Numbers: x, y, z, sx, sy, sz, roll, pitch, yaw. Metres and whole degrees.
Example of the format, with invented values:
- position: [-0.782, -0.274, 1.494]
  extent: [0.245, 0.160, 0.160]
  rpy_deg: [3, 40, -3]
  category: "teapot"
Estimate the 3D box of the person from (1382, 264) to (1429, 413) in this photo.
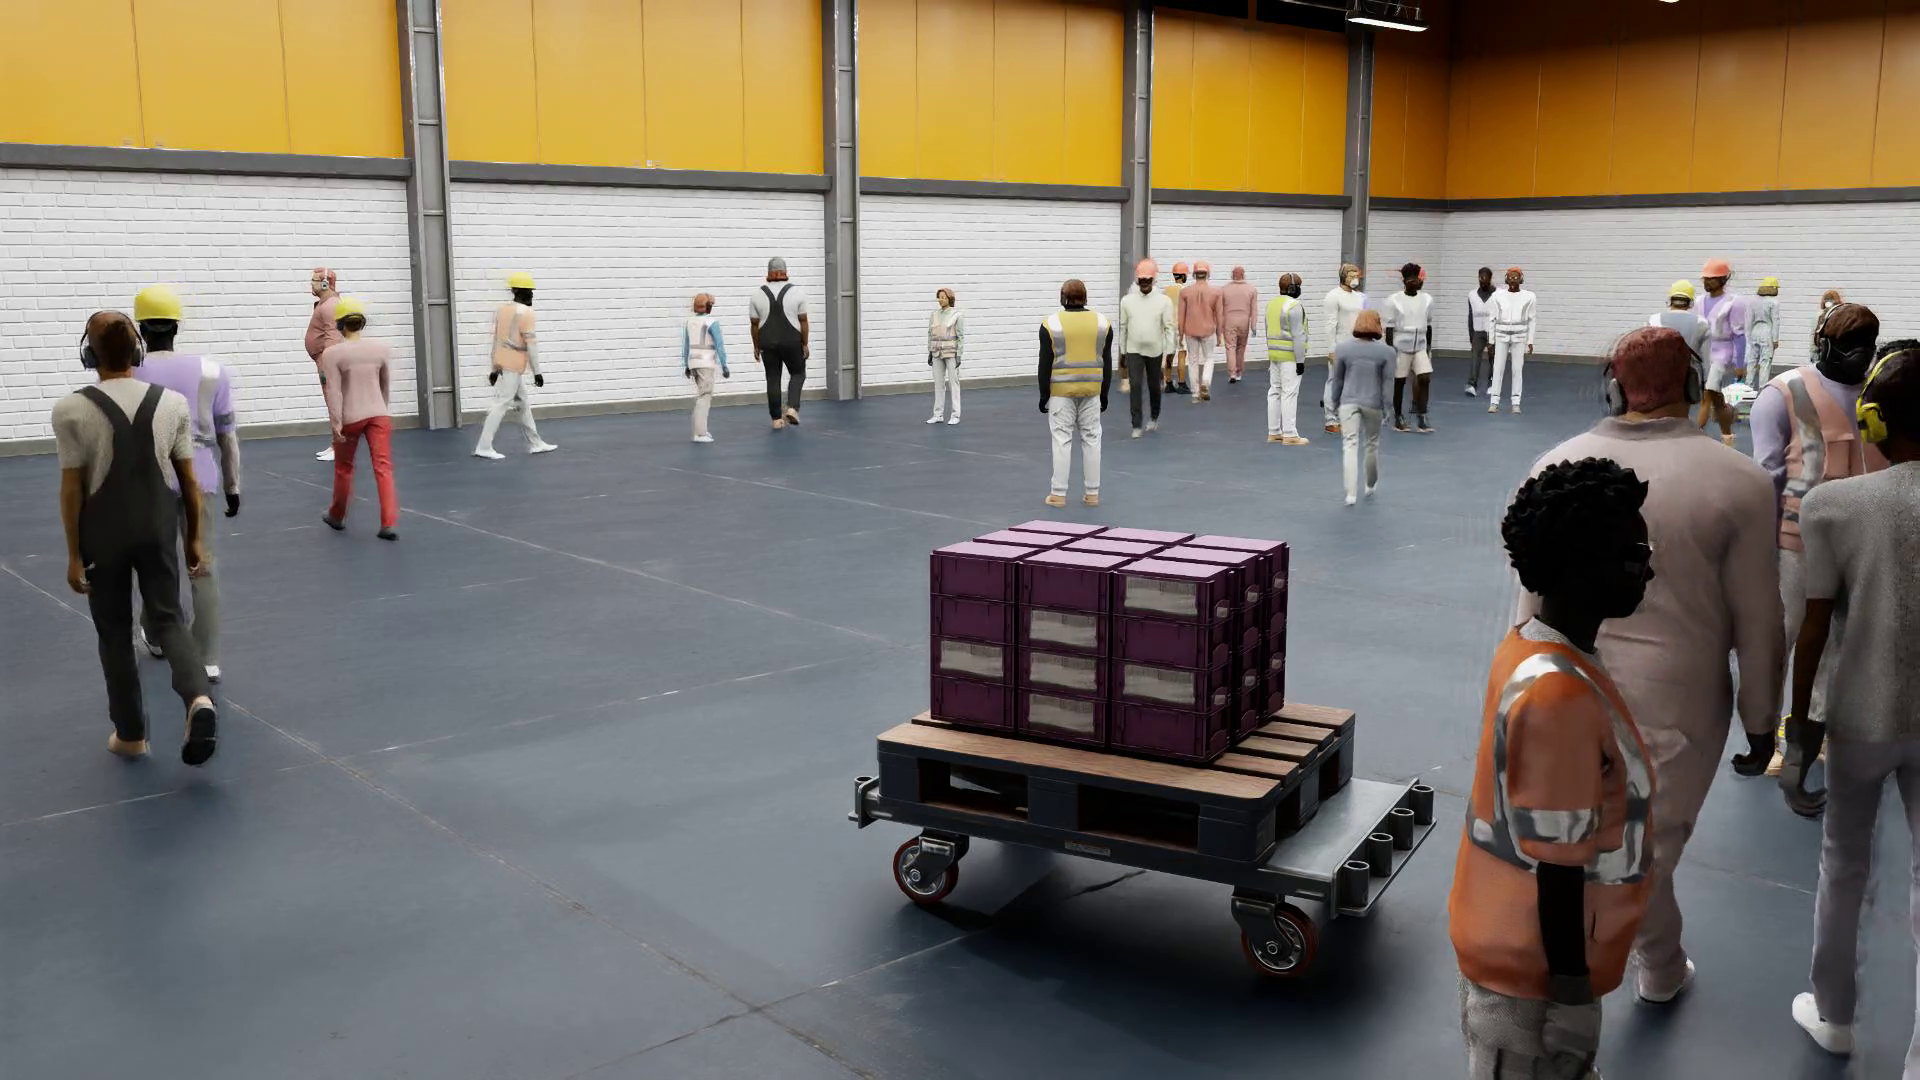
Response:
- position: [5.705, -2.561, 21.300]
  extent: [0.771, 1.920, 0.545]
  rpy_deg: [-6, 11, -32]
  category: "person"

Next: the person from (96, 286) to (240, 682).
- position: [-3.825, -0.282, 8.084]
  extent: [0.617, 1.869, 1.003]
  rpy_deg: [-6, 11, -32]
  category: "person"

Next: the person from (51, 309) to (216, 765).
- position: [-3.208, 0.017, 6.502]
  extent: [0.515, 1.823, 0.741]
  rpy_deg: [-9, 13, -43]
  category: "person"

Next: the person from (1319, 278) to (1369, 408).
- position: [5.056, -2.633, 21.799]
  extent: [0.565, 1.882, 0.975]
  rpy_deg: [8, 12, 38]
  category: "person"

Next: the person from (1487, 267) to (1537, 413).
- position: [7.113, -2.574, 21.471]
  extent: [0.575, 1.882, 0.361]
  rpy_deg: [4, 10, 21]
  category: "person"

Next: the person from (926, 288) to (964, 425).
- position: [-0.174, -2.206, 20.028]
  extent: [0.520, 1.642, 0.309]
  rpy_deg: [7, 12, 34]
  category: "person"

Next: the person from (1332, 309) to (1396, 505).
- position: [3.316, -1.101, 13.708]
  extent: [0.501, 1.586, 0.859]
  rpy_deg: [2, 10, 13]
  category: "person"

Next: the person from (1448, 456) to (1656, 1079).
- position: [0.994, 0.704, 2.823]
  extent: [0.321, 1.697, 0.530]
  rpy_deg: [2, 10, 14]
  category: "person"

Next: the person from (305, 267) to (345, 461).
- position: [-6.290, -1.748, 16.554]
  extent: [0.411, 1.913, 0.643]
  rpy_deg: [-3, 10, -19]
  category: "person"

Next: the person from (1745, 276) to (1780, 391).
- position: [11.315, -2.831, 23.391]
  extent: [0.319, 1.740, 0.492]
  rpy_deg: [-4, 10, -22]
  category: "person"

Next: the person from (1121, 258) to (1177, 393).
- position: [2.778, -3.172, 24.690]
  extent: [1.037, 1.977, 0.596]
  rpy_deg: [-7, 12, -35]
  category: "person"

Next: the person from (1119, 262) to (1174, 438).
- position: [2.108, -2.154, 18.784]
  extent: [0.622, 1.968, 0.895]
  rpy_deg: [2, 10, 12]
  category: "person"

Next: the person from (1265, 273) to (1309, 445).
- position: [3.528, -1.943, 17.898]
  extent: [0.429, 1.844, 0.626]
  rpy_deg: [-4, 10, -21]
  category: "person"

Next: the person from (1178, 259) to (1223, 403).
- position: [3.294, -2.854, 22.819]
  extent: [0.621, 1.981, 0.556]
  rpy_deg: [2, 10, 12]
  category: "person"

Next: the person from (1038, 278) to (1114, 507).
- position: [0.919, -1.186, 13.466]
  extent: [0.627, 1.844, 0.429]
  rpy_deg: [-2, 10, -14]
  category: "person"

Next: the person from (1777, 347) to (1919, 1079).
- position: [2.230, 0.473, 3.877]
  extent: [0.582, 1.815, 0.900]
  rpy_deg: [4, 10, 22]
  category: "person"

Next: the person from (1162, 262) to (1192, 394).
- position: [3.225, -3.116, 24.484]
  extent: [0.360, 1.939, 0.543]
  rpy_deg: [-8, 13, -39]
  category: "person"

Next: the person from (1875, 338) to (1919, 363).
- position: [3.970, -0.025, 7.131]
  extent: [0.562, 1.678, 0.366]
  rpy_deg: [0, 10, -1]
  category: "person"

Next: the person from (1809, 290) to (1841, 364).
- position: [11.191, -2.418, 21.405]
  extent: [0.507, 1.592, 0.845]
  rpy_deg: [7, 12, 36]
  category: "person"

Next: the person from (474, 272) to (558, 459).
- position: [-4.512, -1.754, 16.736]
  extent: [0.975, 1.871, 0.597]
  rpy_deg: [-8, 13, -40]
  category: "person"

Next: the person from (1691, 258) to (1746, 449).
- position: [7.485, -1.814, 16.701]
  extent: [1.034, 1.987, 0.633]
  rpy_deg: [-3, 10, -17]
  category: "person"

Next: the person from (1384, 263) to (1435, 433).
- position: [5.173, -2.165, 18.923]
  extent: [0.629, 1.930, 0.817]
  rpy_deg: [-2, 10, -10]
  category: "person"

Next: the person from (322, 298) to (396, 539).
- position: [-4.348, -0.877, 12.010]
  extent: [0.525, 1.717, 0.920]
  rpy_deg: [-9, 13, -42]
  category: "person"

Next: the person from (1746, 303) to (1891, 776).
- position: [3.387, 0.004, 6.498]
  extent: [0.622, 1.845, 0.430]
  rpy_deg: [-1, 10, -6]
  category: "person"

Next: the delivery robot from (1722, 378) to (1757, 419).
- position: [9.329, -1.695, 19.932]
  extent: [0.477, 0.478, 0.707]
  rpy_deg: [1, 10, 4]
  category: "delivery robot"

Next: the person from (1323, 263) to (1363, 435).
- position: [4.380, -2.171, 18.950]
  extent: [0.632, 1.940, 0.368]
  rpy_deg: [-9, 13, -43]
  category: "person"

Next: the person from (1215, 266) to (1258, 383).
- position: [4.440, -3.461, 26.742]
  extent: [0.654, 1.866, 0.969]
  rpy_deg: [1, 10, 4]
  category: "person"

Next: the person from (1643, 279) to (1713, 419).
- position: [6.405, -1.425, 14.949]
  extent: [0.606, 1.813, 0.433]
  rpy_deg: [4, 10, 22]
  category: "person"

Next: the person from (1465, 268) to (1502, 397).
- position: [7.609, -3.003, 24.077]
  extent: [0.587, 1.852, 1.044]
  rpy_deg: [6, 11, 31]
  category: "person"

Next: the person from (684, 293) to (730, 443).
- position: [-2.750, -1.868, 18.116]
  extent: [0.534, 1.623, 0.537]
  rpy_deg: [9, 13, 44]
  category: "person"

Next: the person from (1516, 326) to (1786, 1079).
- position: [1.697, 0.390, 4.222]
  extent: [0.971, 1.860, 0.646]
  rpy_deg: [-8, 12, -38]
  category: "person"

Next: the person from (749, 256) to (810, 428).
- position: [-2.114, -2.328, 19.570]
  extent: [0.706, 2.000, 0.536]
  rpy_deg: [1, 10, 5]
  category: "person"
